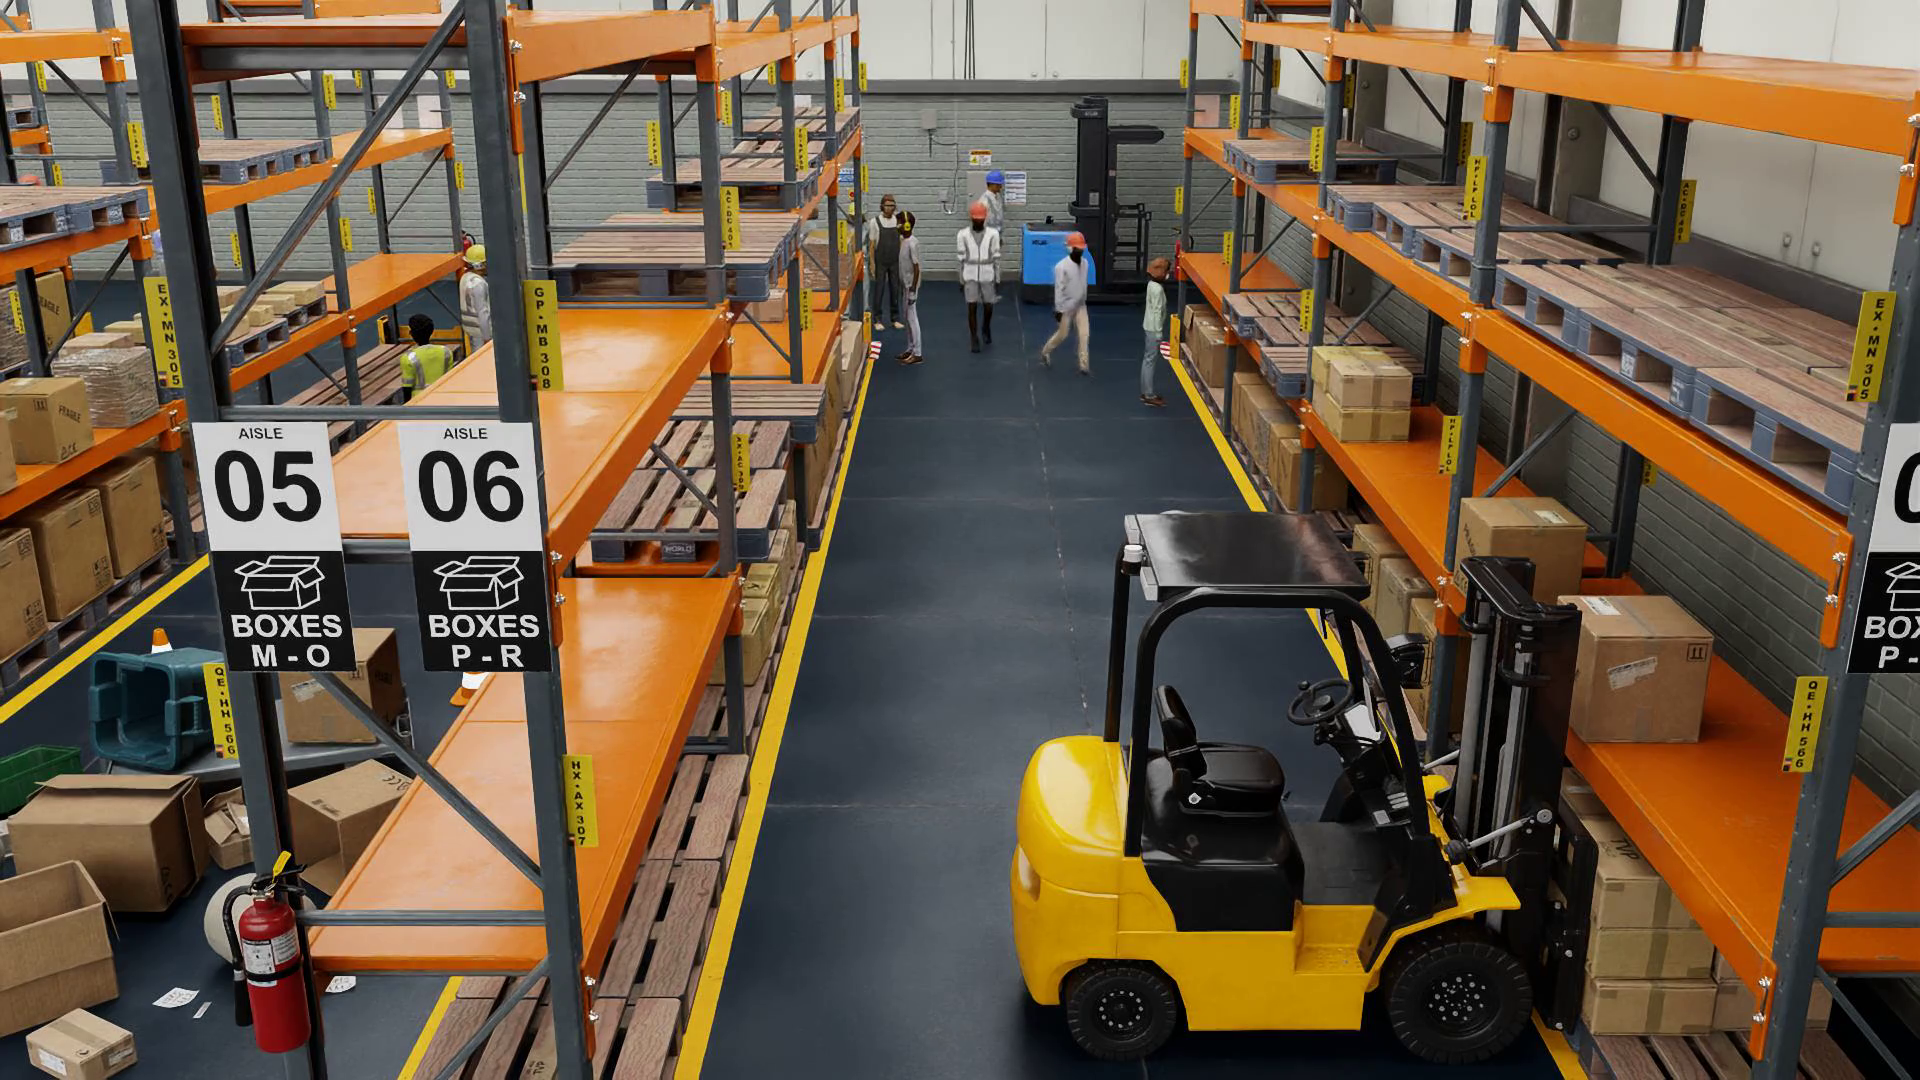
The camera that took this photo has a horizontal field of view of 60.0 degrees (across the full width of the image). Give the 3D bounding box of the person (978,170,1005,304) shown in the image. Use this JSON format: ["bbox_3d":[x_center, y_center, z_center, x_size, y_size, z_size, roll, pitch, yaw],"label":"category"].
[{"bbox_3d":[0.463,-4.454,24.434,0.420,1.938,0.615,7,20,20],"label":"person"}]

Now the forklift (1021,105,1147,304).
[{"bbox_3d":[1.857,-4.944,24.441,1.873,2.768,1.129,0,18,0],"label":"forklift"}]

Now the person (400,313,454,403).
[{"bbox_3d":[-4.756,-1.187,14.949,0.319,1.692,0.536,14,23,36],"label":"person"}]

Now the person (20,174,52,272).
[{"bbox_3d":[-12.912,-4.114,23.335,0.612,1.991,0.402,15,23,37],"label":"person"}]

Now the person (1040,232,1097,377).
[{"bbox_3d":[1.294,-2.833,19.879,0.564,1.724,0.786,-16,24,-39],"label":"person"}]

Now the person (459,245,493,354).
[{"bbox_3d":[-5.180,-2.280,18.029,0.404,1.829,0.600,-10,21,-27],"label":"person"}]

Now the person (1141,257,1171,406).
[{"bbox_3d":[2.171,-2.318,18.455,0.285,1.633,0.498,0,18,-1],"label":"person"}]

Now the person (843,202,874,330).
[{"bbox_3d":[-1.389,-3.680,22.419,0.487,1.736,0.320,-2,18,-6],"label":"person"}]

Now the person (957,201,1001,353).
[{"bbox_3d":[0.236,-3.344,21.105,0.549,1.922,0.519,0,18,-1],"label":"person"}]

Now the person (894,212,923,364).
[{"bbox_3d":[-0.637,-3.095,20.441,0.310,1.865,0.531,-4,19,-12],"label":"person"}]

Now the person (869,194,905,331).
[{"bbox_3d":[-0.984,-3.734,22.417,0.508,1.839,0.337,-8,20,-23],"label":"person"}]

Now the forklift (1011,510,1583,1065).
[{"bbox_3d":[1.387,1.055,7.378,2.313,2.155,1.214,0,18,0],"label":"forklift"}]
